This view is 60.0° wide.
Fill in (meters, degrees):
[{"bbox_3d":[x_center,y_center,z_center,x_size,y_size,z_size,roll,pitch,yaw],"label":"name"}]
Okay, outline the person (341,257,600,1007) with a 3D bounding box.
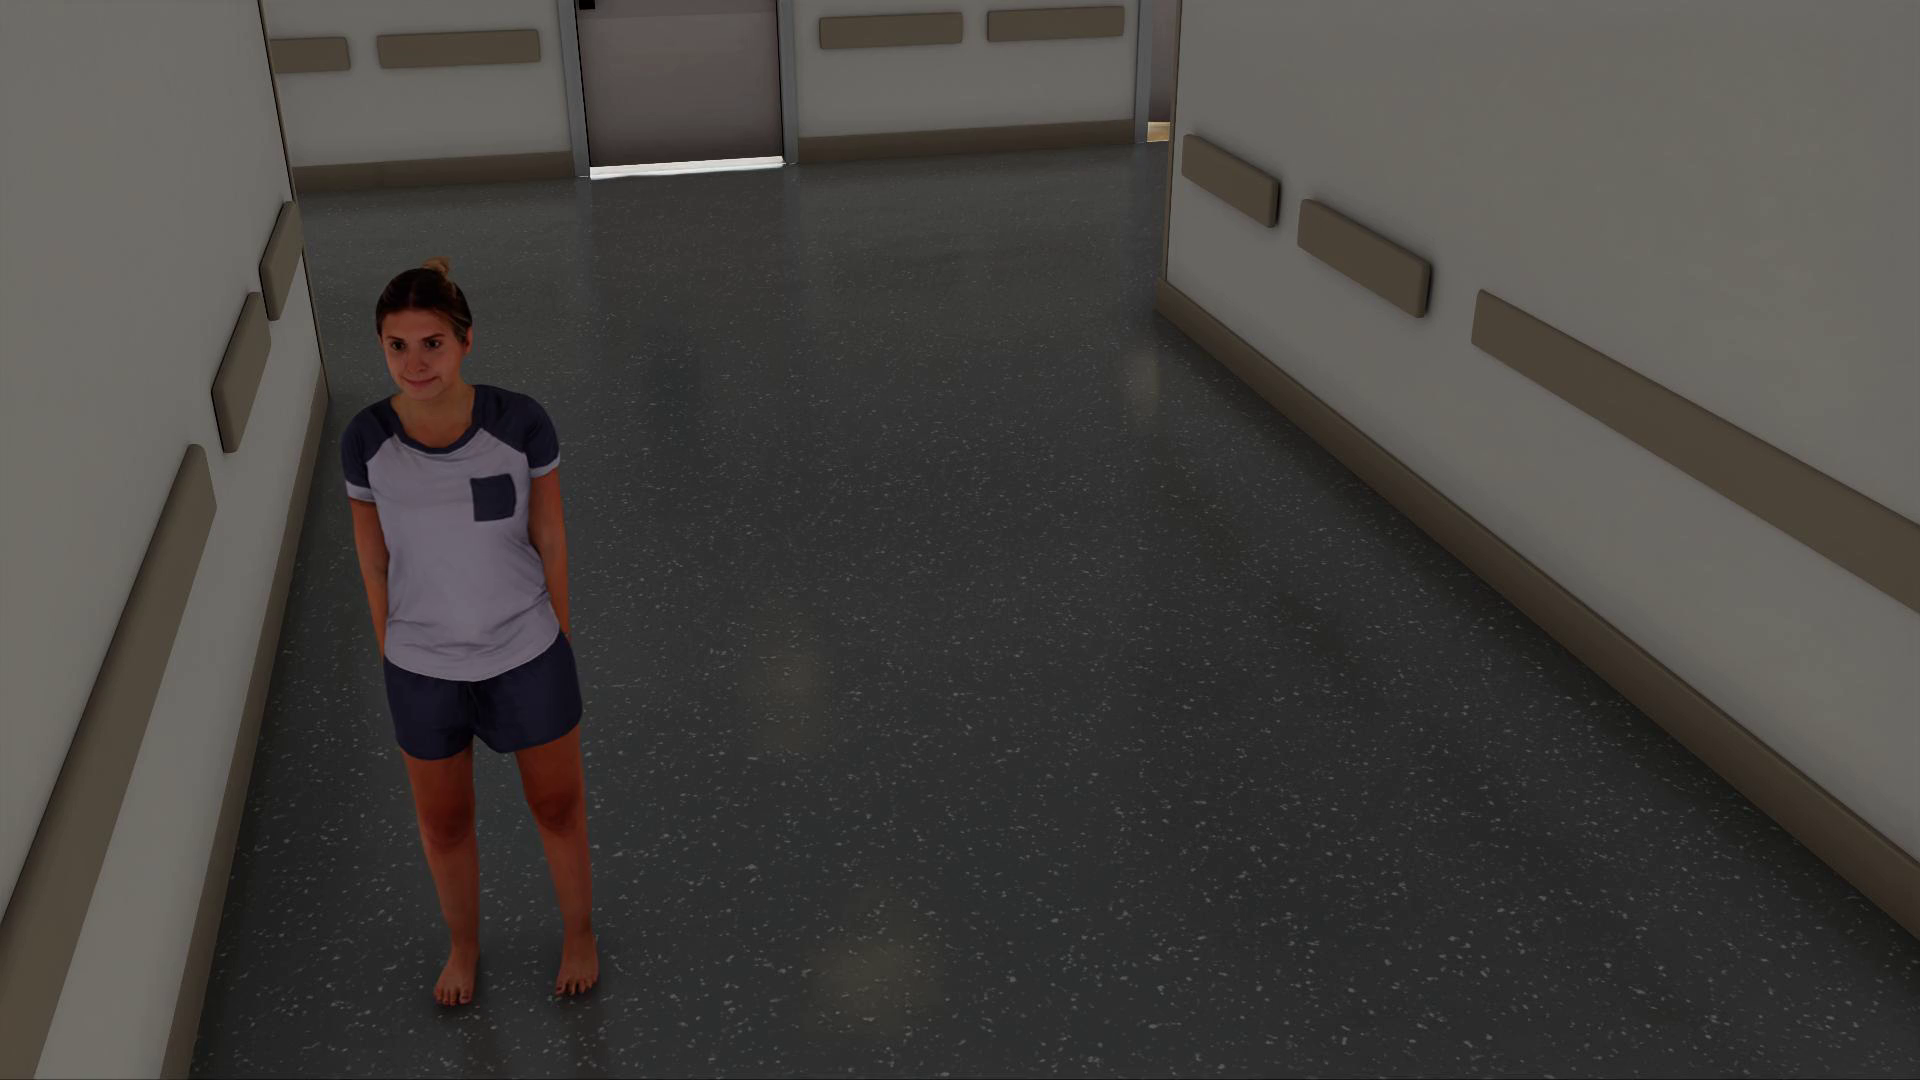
[{"bbox_3d":[-0.973,0.232,3.370,0.449,1.620,0.620,-5,26,-11],"label":"person"}]
